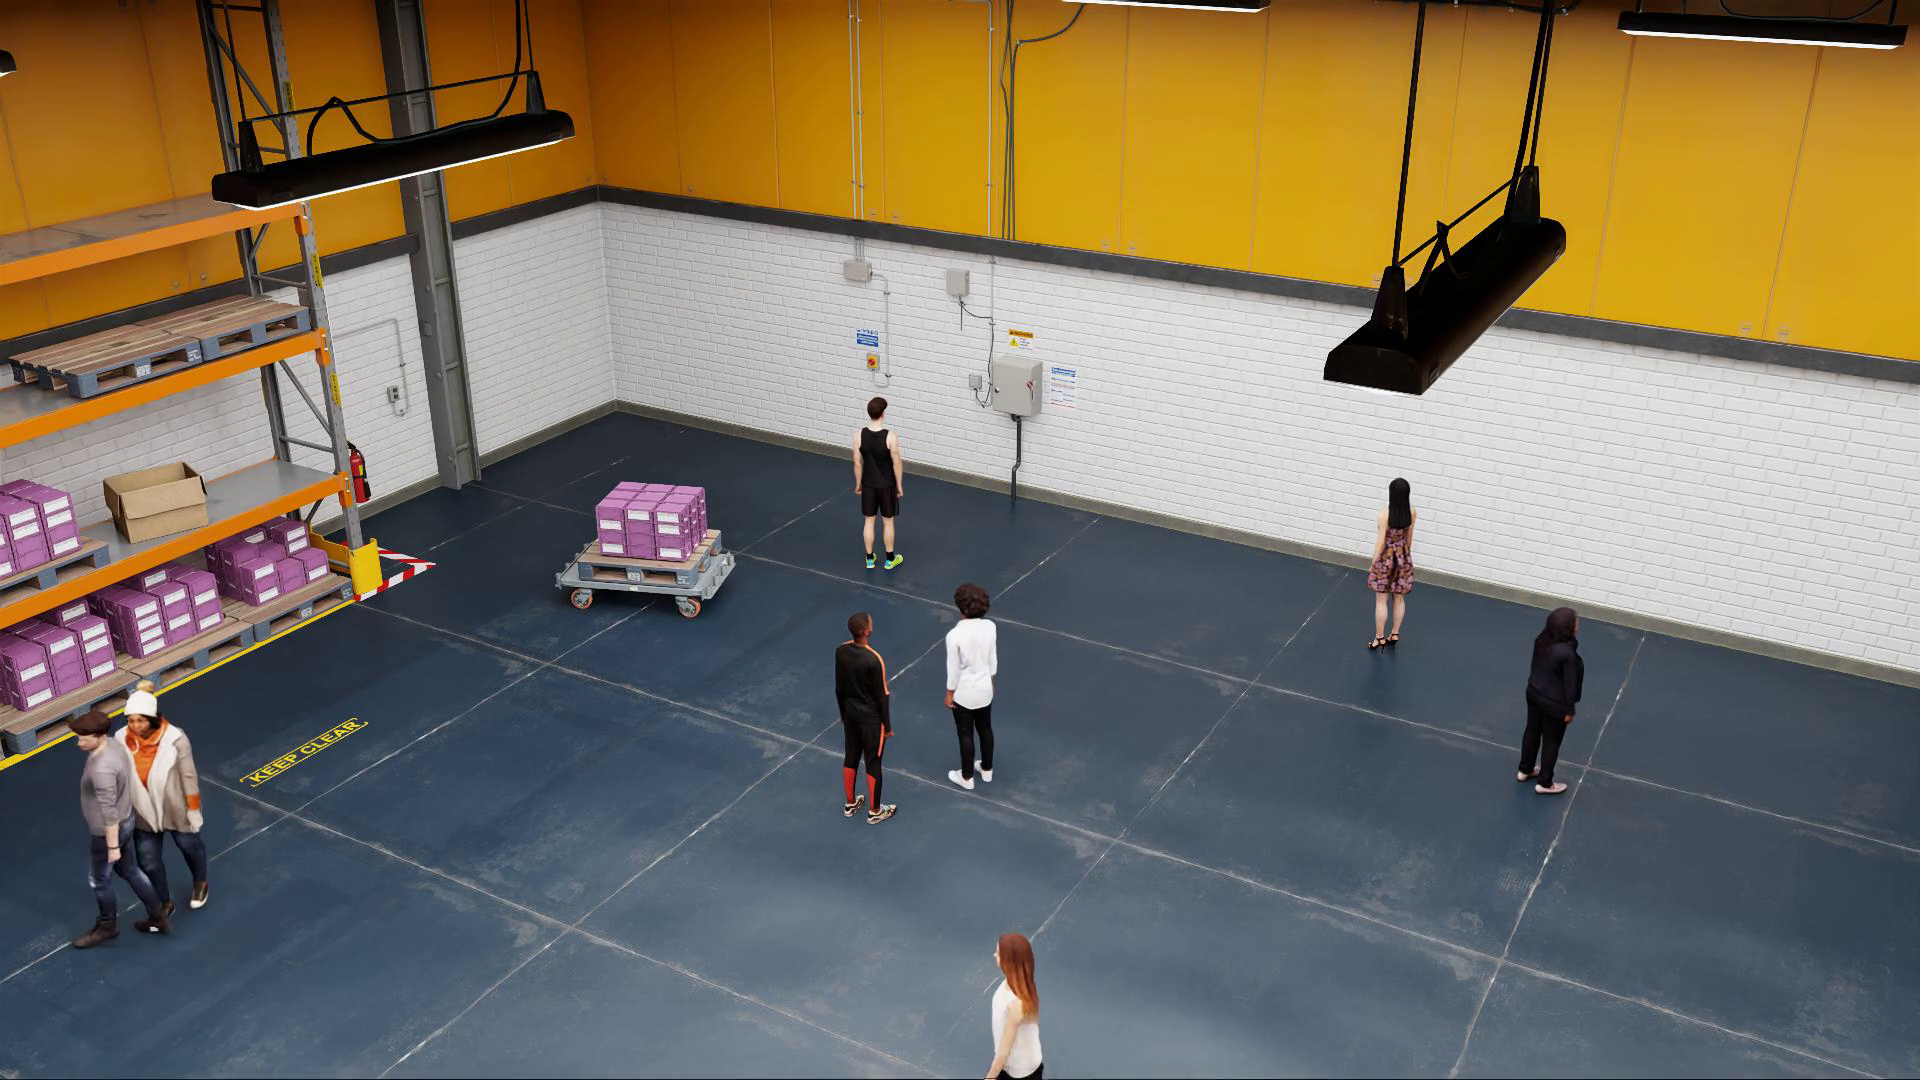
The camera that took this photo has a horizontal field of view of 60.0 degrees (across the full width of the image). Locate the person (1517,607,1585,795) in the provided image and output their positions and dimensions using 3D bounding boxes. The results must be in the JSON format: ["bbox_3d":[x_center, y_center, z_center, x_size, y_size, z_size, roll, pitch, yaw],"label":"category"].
[{"bbox_3d":[4.806,1.300,13.555,0.806,1.613,0.759,-9,25,-19],"label":"person"}]

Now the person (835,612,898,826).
[{"bbox_3d":[-0.765,1.386,13.112,0.626,1.808,0.524,14,27,29],"label":"person"}]

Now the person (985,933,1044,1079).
[{"bbox_3d":[0.441,3.018,9.540,1.003,1.679,1.077,-1,24,-2],"label":"person"}]

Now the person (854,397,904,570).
[{"bbox_3d":[-0.859,-0.593,17.536,0.746,1.892,0.706,5,24,11],"label":"person"}]

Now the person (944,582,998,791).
[{"bbox_3d":[0.103,1.189,13.562,0.666,1.809,0.775,-14,27,-29],"label":"person"}]

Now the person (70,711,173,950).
[{"bbox_3d":[-5.860,2.015,11.608,1.125,1.861,1.066,-2,24,-4],"label":"person"}]

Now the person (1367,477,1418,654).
[{"bbox_3d":[4.095,0.232,15.796,0.796,1.774,0.865,-9,25,-19],"label":"person"}]

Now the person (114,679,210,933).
[{"bbox_3d":[-5.722,1.824,12.028,0.942,1.874,1.015,-3,24,-6],"label":"person"}]
